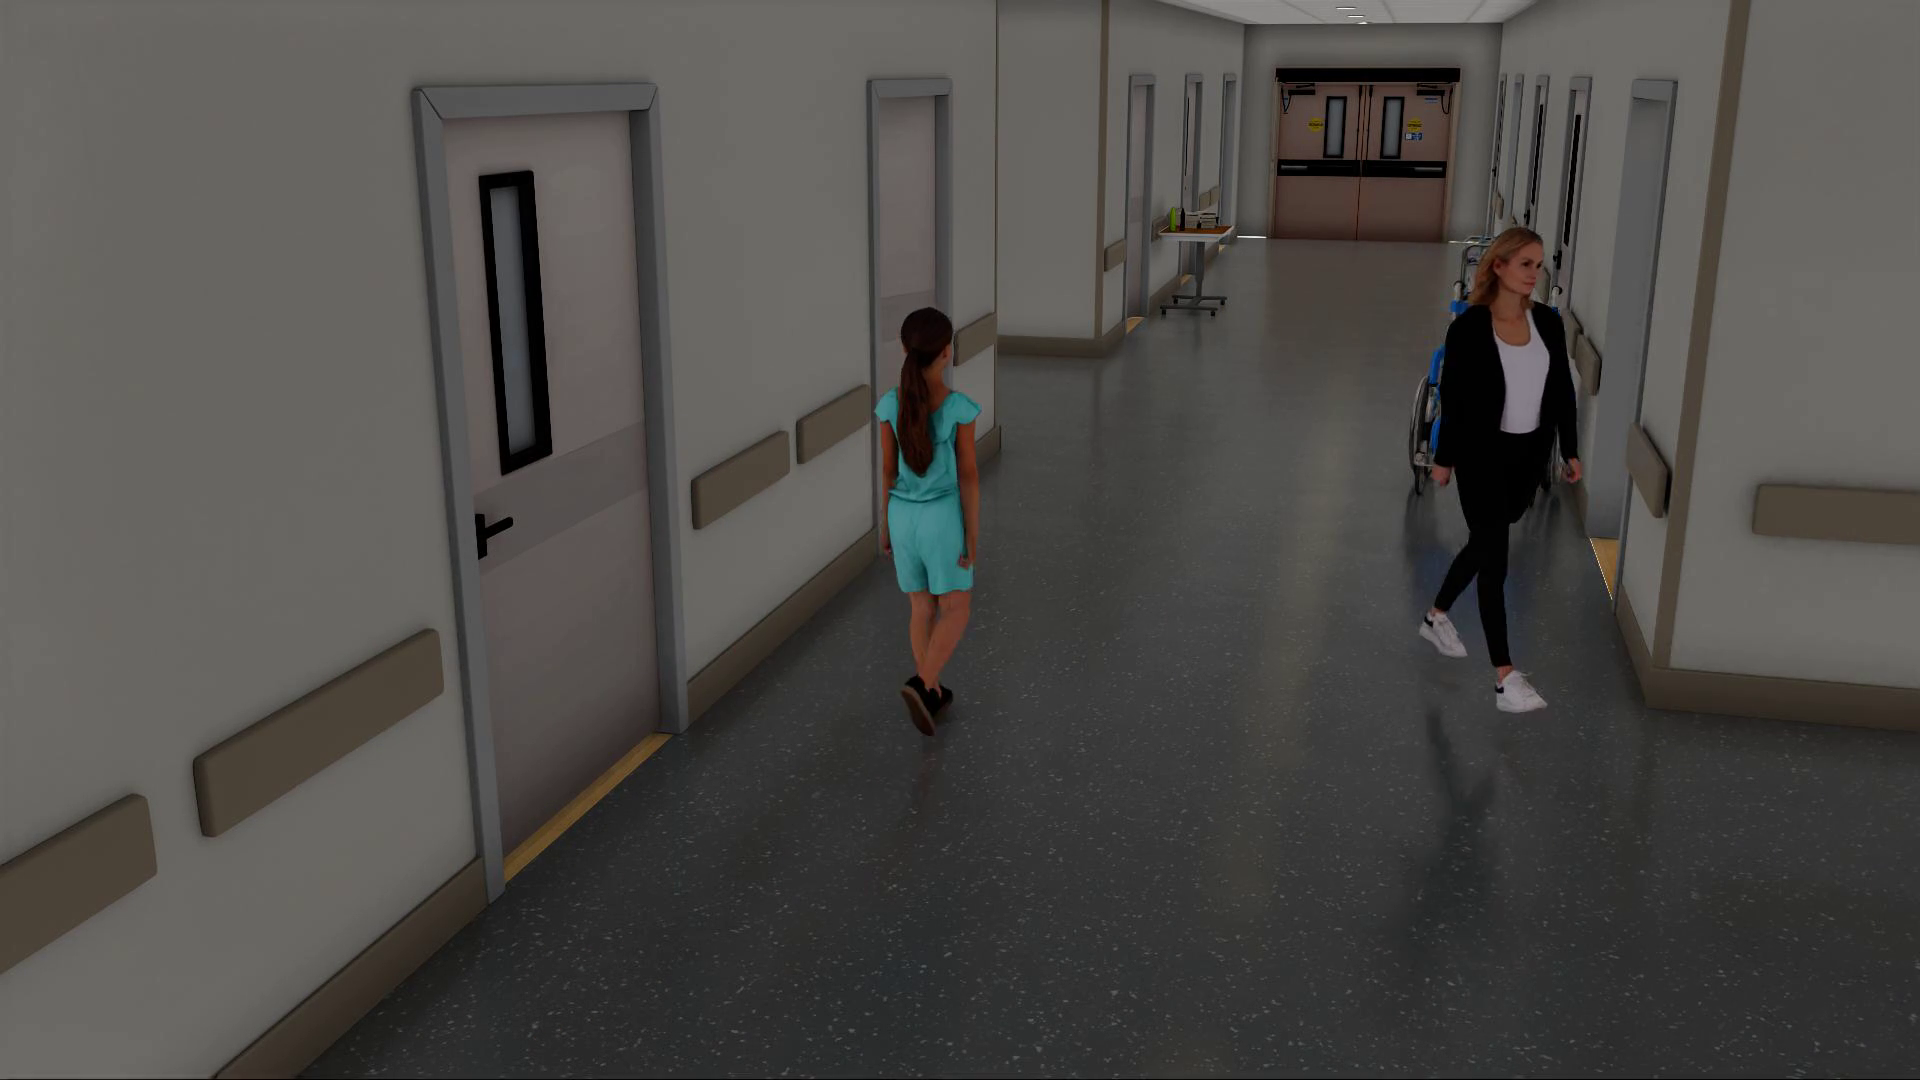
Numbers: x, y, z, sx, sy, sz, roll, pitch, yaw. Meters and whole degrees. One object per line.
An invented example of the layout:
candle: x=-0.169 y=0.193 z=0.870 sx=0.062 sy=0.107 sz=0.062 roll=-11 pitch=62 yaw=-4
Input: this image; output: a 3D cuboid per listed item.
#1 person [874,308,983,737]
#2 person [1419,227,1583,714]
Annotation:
person: x=-0.129 y=-0.034 z=5.901 sx=0.566 sy=1.547 sz=0.855 roll=5 pitch=16 yaw=17
person: x=2.019 y=-0.271 z=6.387 sx=1.075 sy=1.739 sz=1.290 roll=-5 pitch=16 yaw=-16
